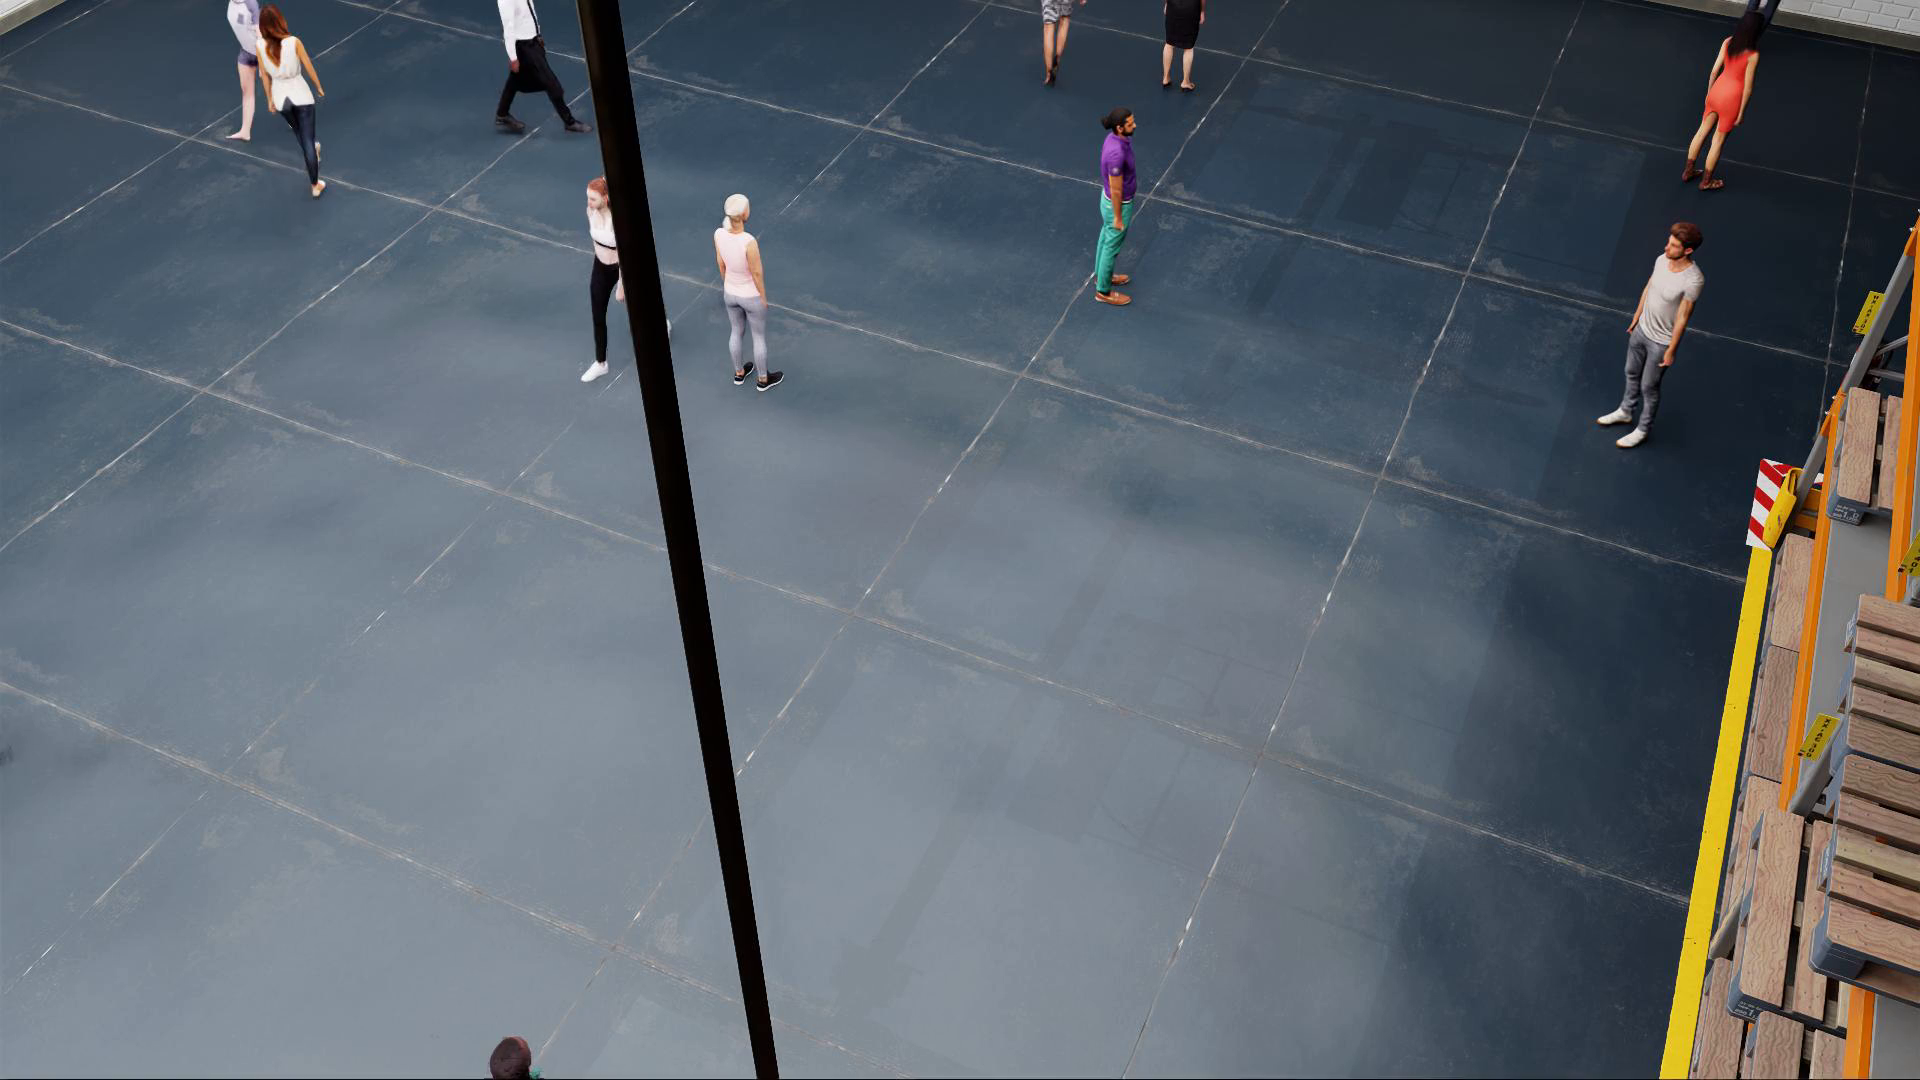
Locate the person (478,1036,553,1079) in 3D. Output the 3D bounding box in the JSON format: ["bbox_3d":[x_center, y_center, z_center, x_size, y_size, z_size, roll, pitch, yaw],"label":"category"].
[{"bbox_3d":[-2.001,2.964,7.833,0.997,1.806,1.272,1,44,1],"label":"person"}]

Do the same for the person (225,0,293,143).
[{"bbox_3d":[-6.627,-4.687,15.921,0.754,1.728,1.131,27,50,26],"label":"person"}]

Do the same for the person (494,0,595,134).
[{"bbox_3d":[-4.236,-4.688,15.881,1.042,1.784,1.248,2,44,3],"label":"person"}]

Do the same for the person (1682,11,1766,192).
[{"bbox_3d":[7.011,-4.025,15.233,0.702,1.718,0.664,-20,47,-20],"label":"person"}]

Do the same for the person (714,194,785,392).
[{"bbox_3d":[-1.693,-1.928,13.030,0.566,1.721,0.534,21,47,20],"label":"person"}]

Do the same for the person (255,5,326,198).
[{"bbox_3d":[-6.066,-3.938,15.117,0.924,1.753,1.112,-3,44,-4],"label":"person"}]

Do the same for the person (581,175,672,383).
[{"bbox_3d":[-2.668,-2.145,13.277,0.809,1.694,1.240,31,51,28],"label":"person"}]

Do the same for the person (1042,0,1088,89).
[{"bbox_3d":[0.991,-5.388,16.605,0.854,1.799,0.845,-2,44,-2],"label":"person"}]

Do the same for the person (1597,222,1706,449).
[{"bbox_3d":[5.267,-1.557,12.520,0.804,1.887,0.731,-12,45,-12],"label":"person"}]

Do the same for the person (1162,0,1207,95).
[{"bbox_3d":[2.220,-5.282,16.532,0.591,1.748,0.508,20,47,20],"label":"person"}]

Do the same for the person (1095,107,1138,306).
[{"bbox_3d":[1.295,-2.818,13.930,0.770,1.767,0.641,2,44,2],"label":"person"}]
